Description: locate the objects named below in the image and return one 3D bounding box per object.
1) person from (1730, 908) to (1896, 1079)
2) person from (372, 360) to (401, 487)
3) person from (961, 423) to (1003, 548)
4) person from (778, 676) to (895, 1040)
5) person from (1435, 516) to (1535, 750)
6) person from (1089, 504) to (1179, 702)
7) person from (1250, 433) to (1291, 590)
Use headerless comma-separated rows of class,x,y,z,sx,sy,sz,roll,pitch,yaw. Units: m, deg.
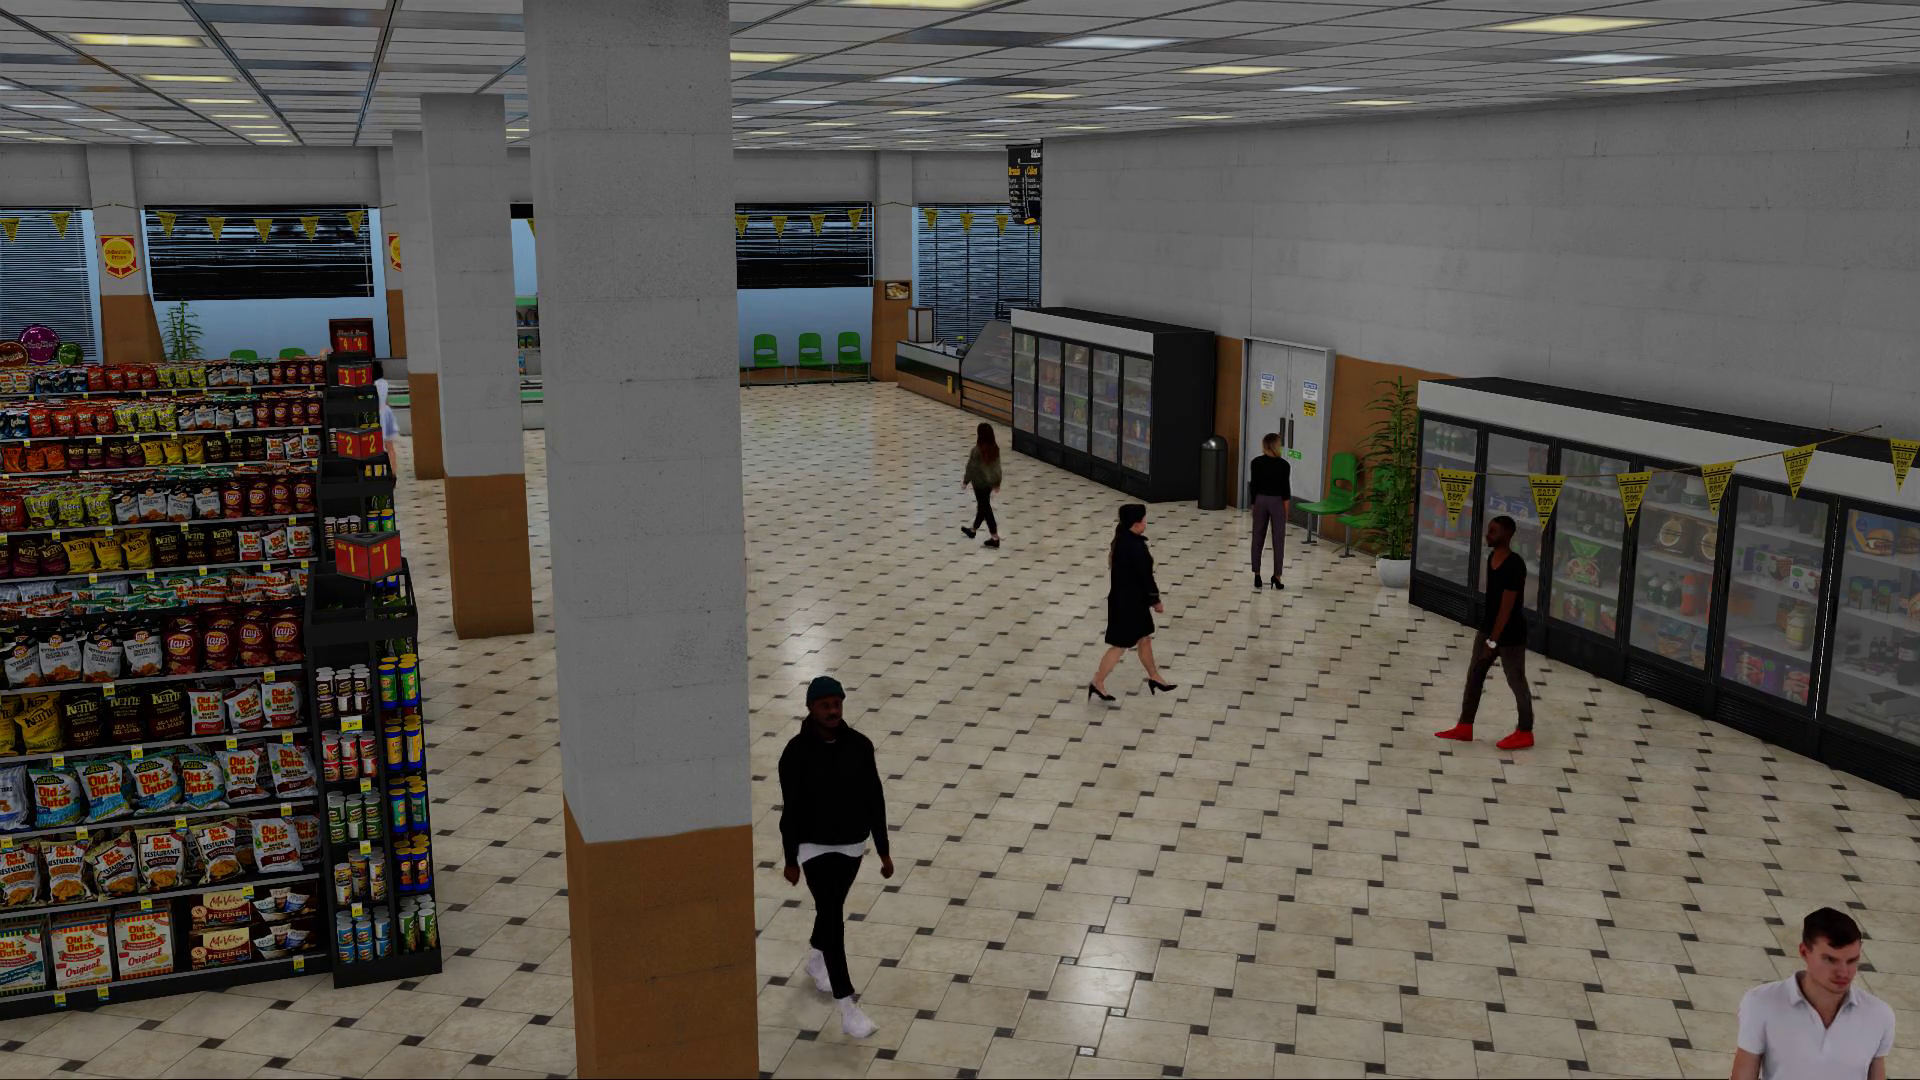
person,2.890,2.103,5.771,0.885,1.832,0.941,4,13,18
person,-8.165,-1.609,23.569,1.102,1.762,1.199,9,15,37
person,0.341,-0.620,19.664,0.907,1.436,0.989,11,16,43
person,-0.686,1.557,8.511,1.207,1.770,0.927,-8,14,-32
person,4.185,0.714,12.507,0.995,1.775,0.757,-3,12,-14
person,1.330,0.559,13.594,1.087,1.630,0.814,-2,12,-10
person,3.269,-0.307,17.604,0.675,1.672,0.718,7,14,29
